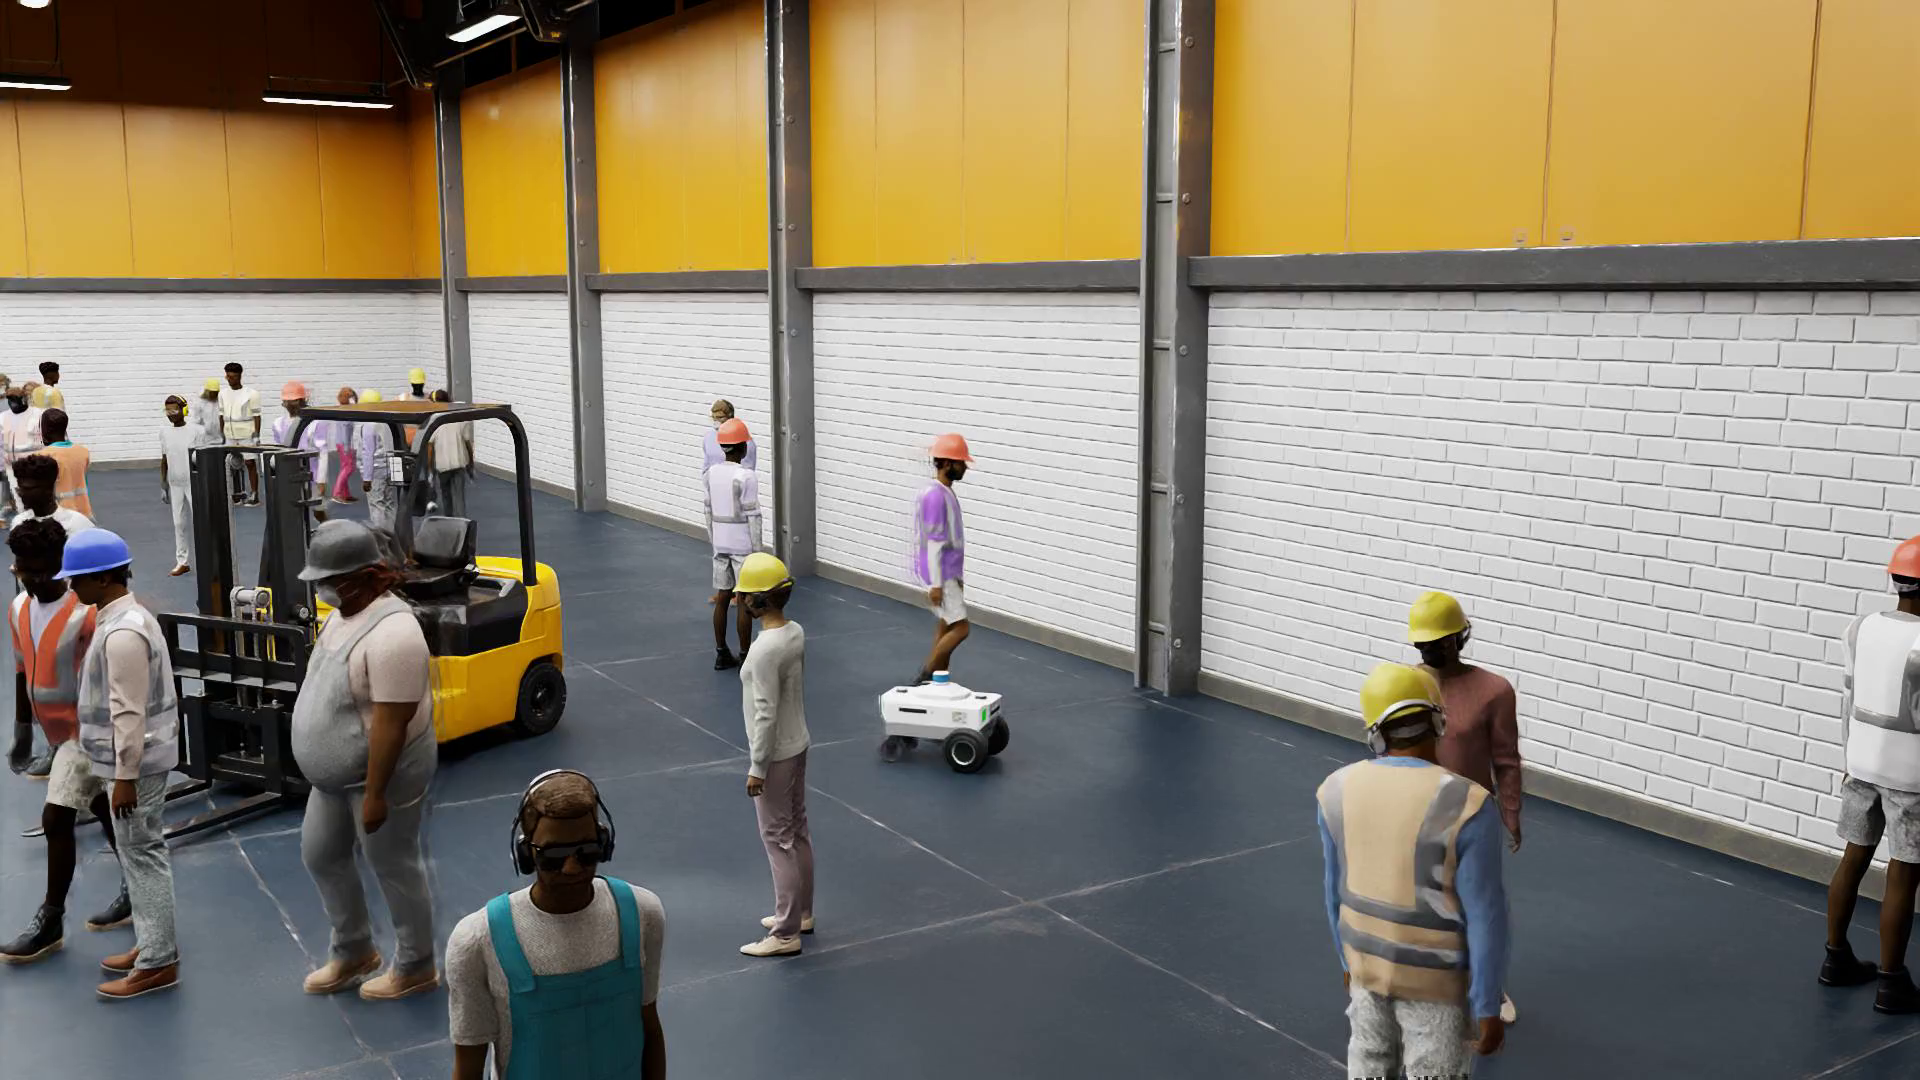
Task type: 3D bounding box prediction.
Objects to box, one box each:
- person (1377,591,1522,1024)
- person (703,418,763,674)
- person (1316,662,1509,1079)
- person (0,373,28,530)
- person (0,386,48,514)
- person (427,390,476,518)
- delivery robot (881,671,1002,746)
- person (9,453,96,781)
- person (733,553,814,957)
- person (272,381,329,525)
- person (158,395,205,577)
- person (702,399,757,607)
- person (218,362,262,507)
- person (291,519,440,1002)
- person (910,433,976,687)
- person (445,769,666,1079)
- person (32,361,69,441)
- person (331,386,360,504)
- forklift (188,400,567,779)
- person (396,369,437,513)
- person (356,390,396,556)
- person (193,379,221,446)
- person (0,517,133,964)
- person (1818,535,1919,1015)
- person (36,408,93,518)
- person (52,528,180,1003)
[{"bbox_3d":[1.904,1.051,6.496,0.559,1.750,0.455,4,9,25],"label":"person"},{"bbox_3d":[-1.691,0.048,12.615,0.545,1.943,0.347,6,11,37],"label":"person"},{"bbox_3d":[1.369,1.280,4.866,0.406,1.798,0.723,-7,11,-38],"label":"person"},{"bbox_3d":[-11.675,-1.086,20.311,0.370,1.927,0.641,8,11,42],"label":"person"},{"bbox_3d":[-10.691,-0.841,18.987,0.658,1.826,0.460,0,8,3],"label":"person"},{"bbox_3d":[-5.767,-0.803,18.862,0.562,1.805,0.997,-4,9,-26],"label":"person"},{"bbox_3d":[-0.117,1.048,10.209,0.707,0.478,0.477,3,9,19],"label":"delivery robot"},{"bbox_3d":[-5.341,0.442,9.922,0.606,1.954,0.526,4,9,24],"label":"person"},{"bbox_3d":[-0.826,0.930,7.266,0.326,1.765,0.533,2,9,11],"label":"person"},{"bbox_3d":[-6.806,-0.661,17.253,0.611,2.000,1.072,0,8,1],"label":"person"},{"bbox_3d":[-7.889,-0.548,16.918,0.512,1.861,0.325,1,8,3],"label":"person"},{"bbox_3d":[-2.125,-0.339,15.309,0.627,1.924,0.390,7,11,38],"label":"person"},{"bbox_3d":[-9.708,-1.419,22.420,0.609,1.965,0.368,2,9,11],"label":"person"},{"bbox_3d":[-2.400,0.887,6.622,0.653,2.000,0.703,-6,11,-37],"label":"person"},{"bbox_3d":[-0.084,0.231,11.415,0.388,1.925,0.579,1,9,7],"label":"person"},{"bbox_3d":[-0.888,1.407,3.775,0.513,1.844,0.328,-6,10,-33],"label":"person"},{"bbox_3d":[-12.364,-1.458,22.683,0.607,1.966,0.367,5,10,31],"label":"person"},{"bbox_3d":[-8.452,-1.302,22.820,0.423,1.617,0.649,-4,9,-23],"label":"person"},{"bbox_3d":[-3.529,0.258,10.348,1.214,2.155,2.313,4,9,25],"label":"forklift"},{"bbox_3d":[-7.096,-1.293,21.842,0.593,1.875,0.984,-3,9,-21],"label":"person"},{"bbox_3d":[-6.412,-0.733,18.280,0.403,1.828,0.598,1,8,5],"label":"person"},{"bbox_3d":[-10.309,-1.370,22.997,0.505,1.702,0.704,-6,10,-36],"label":"person"},{"bbox_3d":[-3.952,0.848,7.269,0.617,1.911,0.853,6,11,37],"label":"person"},{"bbox_3d":[3.806,0.931,6.726,0.400,1.928,0.543,-2,9,-16],"label":"person"},{"bbox_3d":[-7.560,-0.154,14.050,0.391,1.920,0.593,1,8,6],"label":"person"},{"bbox_3d":[-3.449,0.907,6.867,0.424,1.934,0.617,-5,10,-28],"label":"person"}]
